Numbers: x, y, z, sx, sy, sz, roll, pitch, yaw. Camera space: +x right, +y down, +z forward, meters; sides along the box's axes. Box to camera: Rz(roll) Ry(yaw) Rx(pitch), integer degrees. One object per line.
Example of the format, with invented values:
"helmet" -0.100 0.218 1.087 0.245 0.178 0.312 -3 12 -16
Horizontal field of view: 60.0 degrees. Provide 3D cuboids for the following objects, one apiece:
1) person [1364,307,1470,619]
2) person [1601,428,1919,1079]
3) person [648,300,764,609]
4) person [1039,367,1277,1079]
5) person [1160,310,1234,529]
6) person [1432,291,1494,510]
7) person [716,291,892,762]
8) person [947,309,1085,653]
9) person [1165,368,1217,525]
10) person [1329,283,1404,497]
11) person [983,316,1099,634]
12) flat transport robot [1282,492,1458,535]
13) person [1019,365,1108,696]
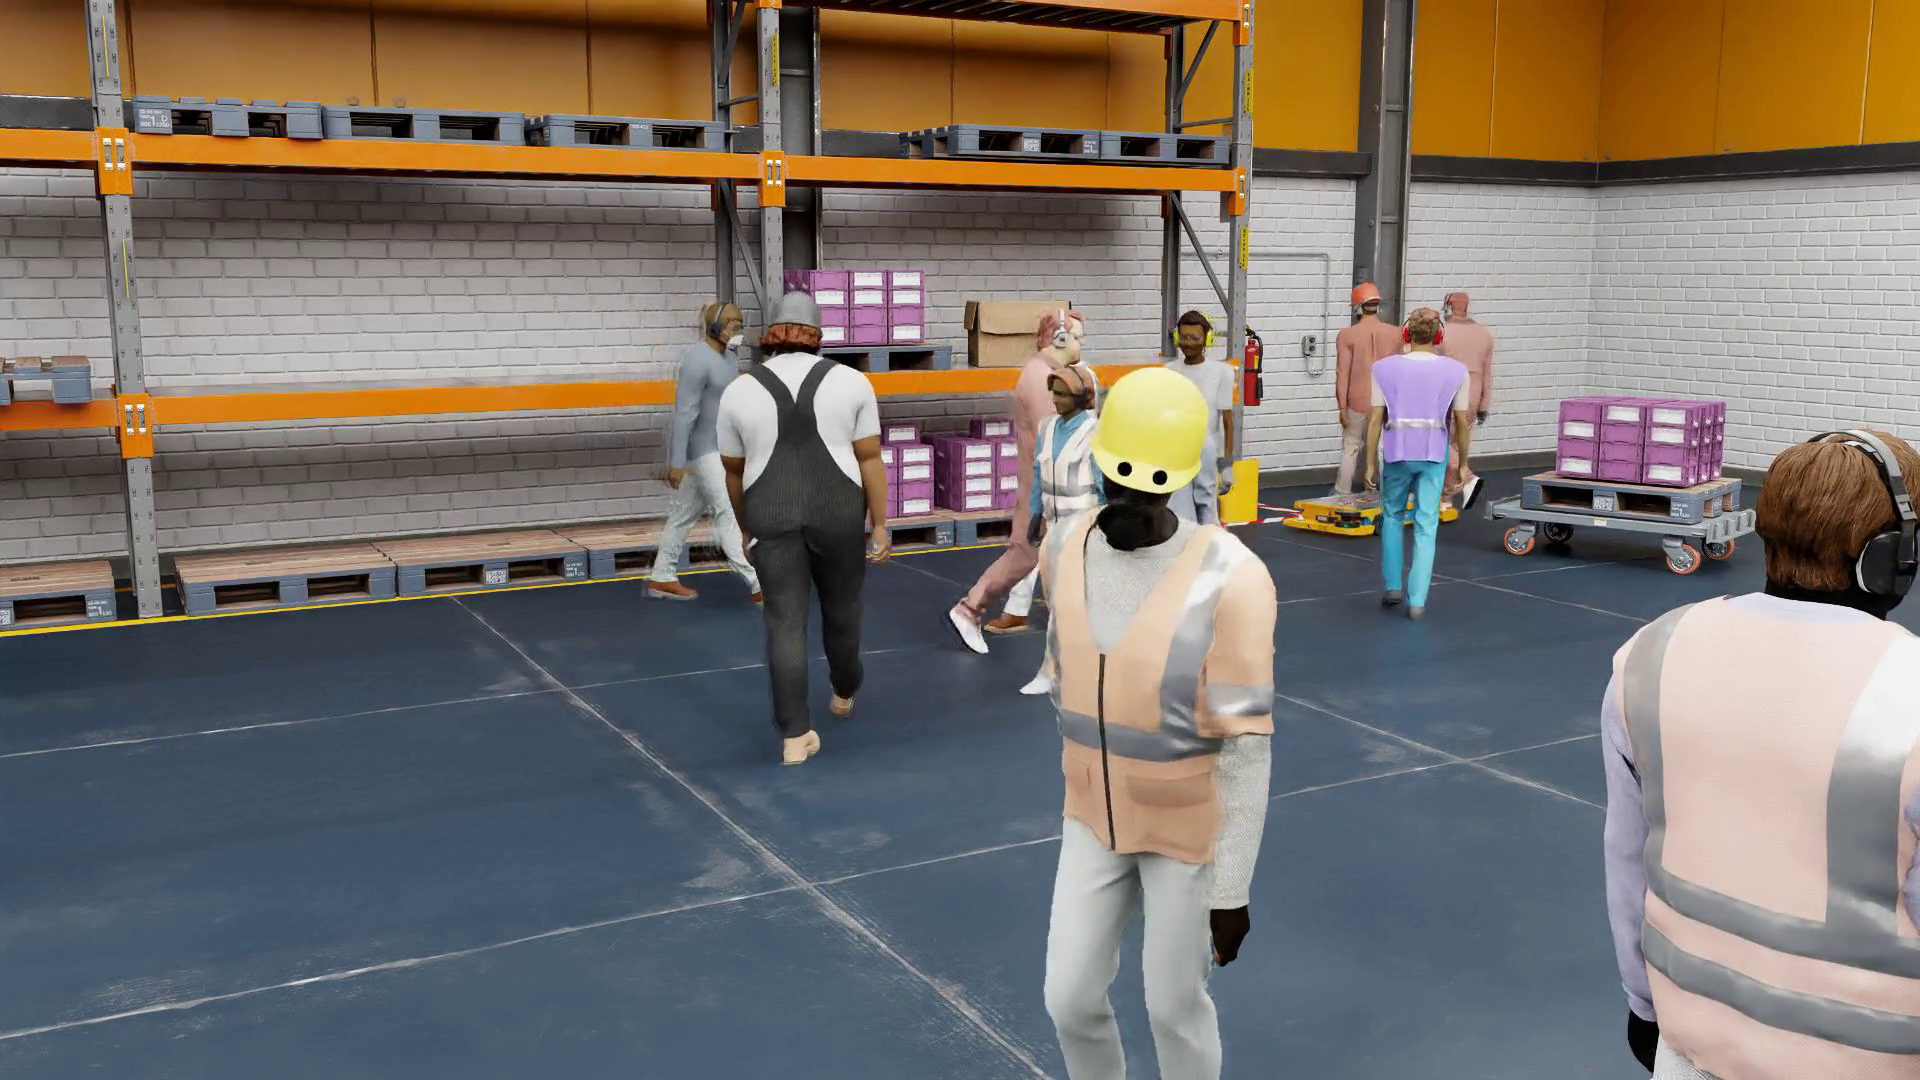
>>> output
"person" 2.729 -0.467 9.946 0.603 1.825 0.648 2 10 13
"person" 1.258 0.754 2.484 0.429 1.845 0.621 -5 11 -29
"person" -1.483 -0.513 10.127 1.055 1.870 0.696 2 9 11
"person" 0.399 0.578 3.424 0.602 1.880 0.582 8 12 40
"person" 1.462 -0.502 10.202 0.526 1.829 0.933 4 10 24
"person" 4.240 -1.160 14.084 0.662 1.878 0.734 -3 10 -19
"person" -0.664 -0.128 7.256 0.749 2.000 1.035 0 9 -2
"person" 0.417 -0.293 8.819 0.959 1.864 0.643 3 10 18
"person" 0.986 -0.018 7.883 0.492 1.613 0.691 5 11 28
"person" 3.395 -1.148 13.805 0.641 1.938 1.023 -1 9 -4
"person" 0.646 -0.388 9.505 1.020 1.834 0.574 -6 11 -31
"flat transport robot" 3.283 -0.230 13.261 1.431 0.197 0.652 -8 12 -40
"person" 0.614 -0.067 8.208 0.765 1.605 0.534 -6 11 -34
